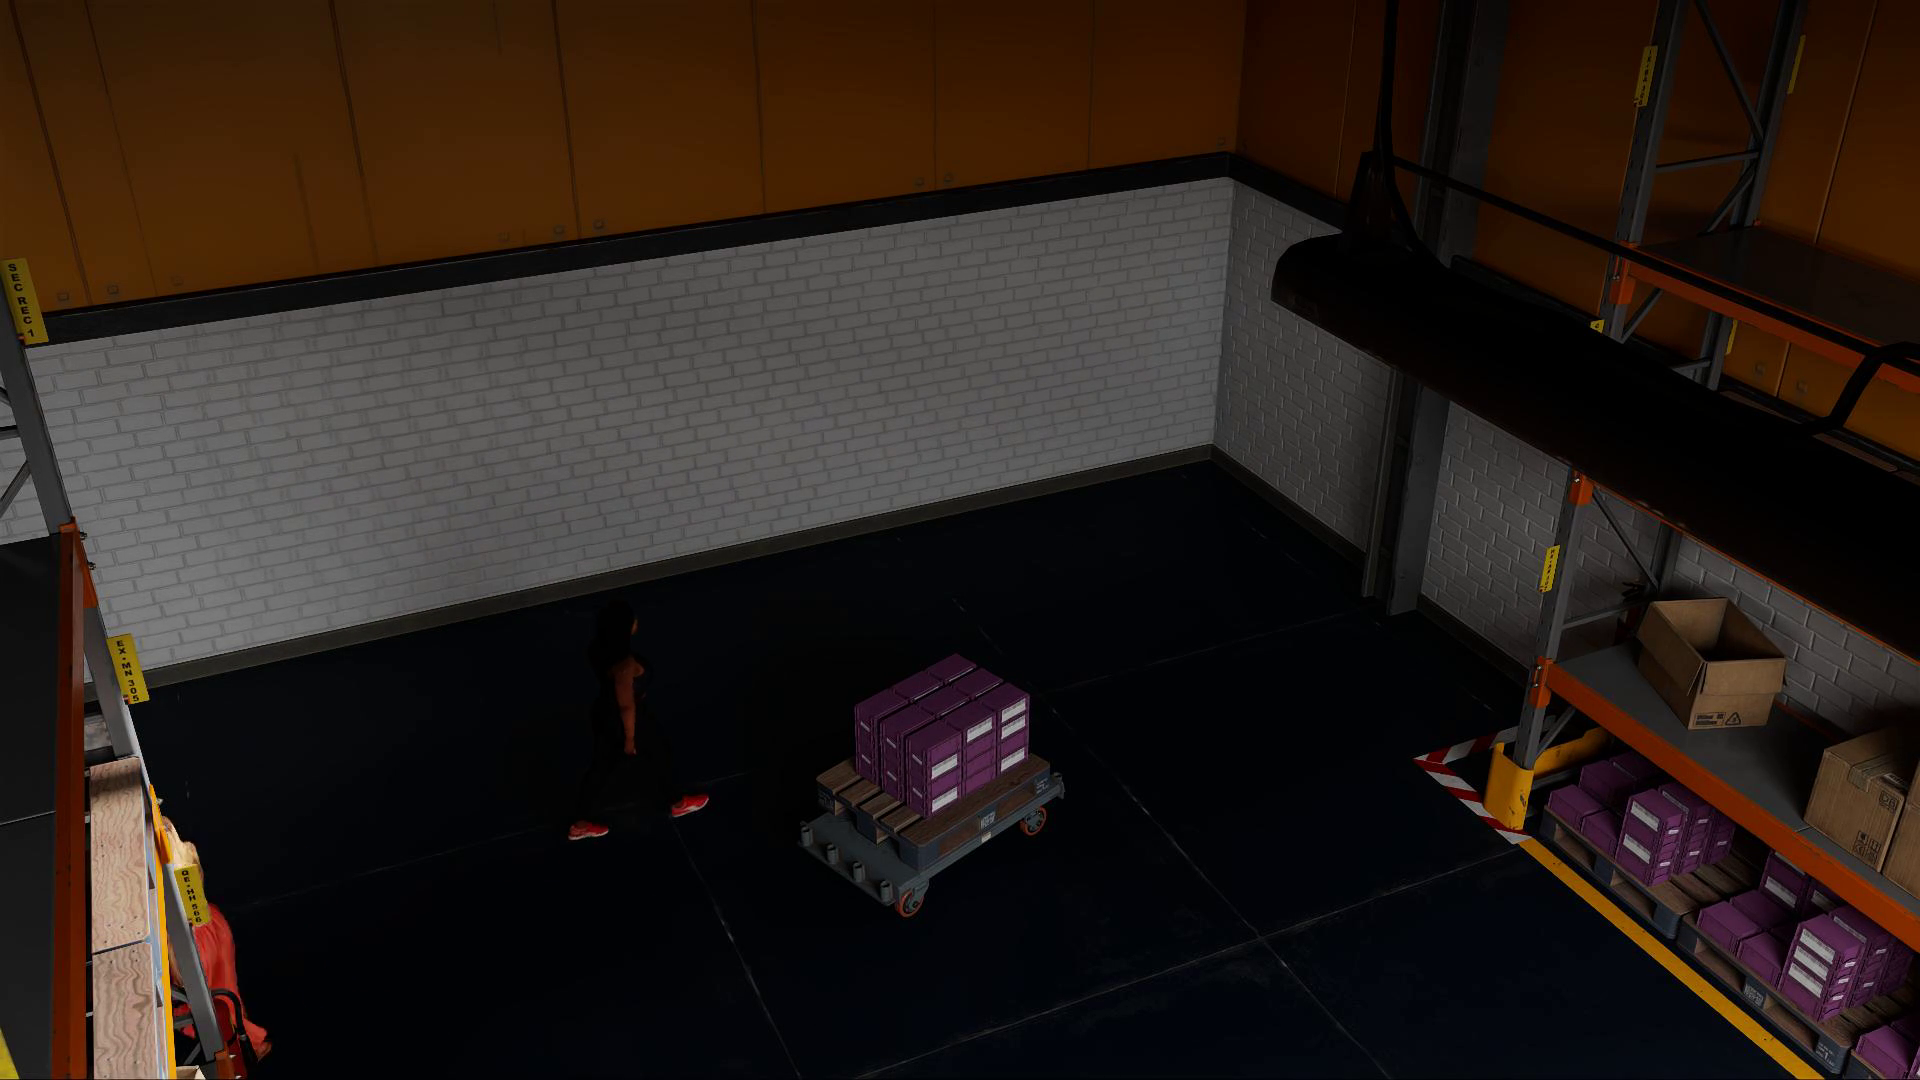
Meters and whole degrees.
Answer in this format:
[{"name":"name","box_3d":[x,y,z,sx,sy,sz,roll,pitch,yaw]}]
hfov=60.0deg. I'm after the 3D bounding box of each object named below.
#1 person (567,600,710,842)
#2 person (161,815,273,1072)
[{"name":"person","box_3d":[-2.281,1.216,10.856,0.934,1.771,1.215,-22,35,-34]},{"name":"person","box_3d":[-4.039,2.219,8.996,0.936,1.791,0.899,5,29,9]}]
